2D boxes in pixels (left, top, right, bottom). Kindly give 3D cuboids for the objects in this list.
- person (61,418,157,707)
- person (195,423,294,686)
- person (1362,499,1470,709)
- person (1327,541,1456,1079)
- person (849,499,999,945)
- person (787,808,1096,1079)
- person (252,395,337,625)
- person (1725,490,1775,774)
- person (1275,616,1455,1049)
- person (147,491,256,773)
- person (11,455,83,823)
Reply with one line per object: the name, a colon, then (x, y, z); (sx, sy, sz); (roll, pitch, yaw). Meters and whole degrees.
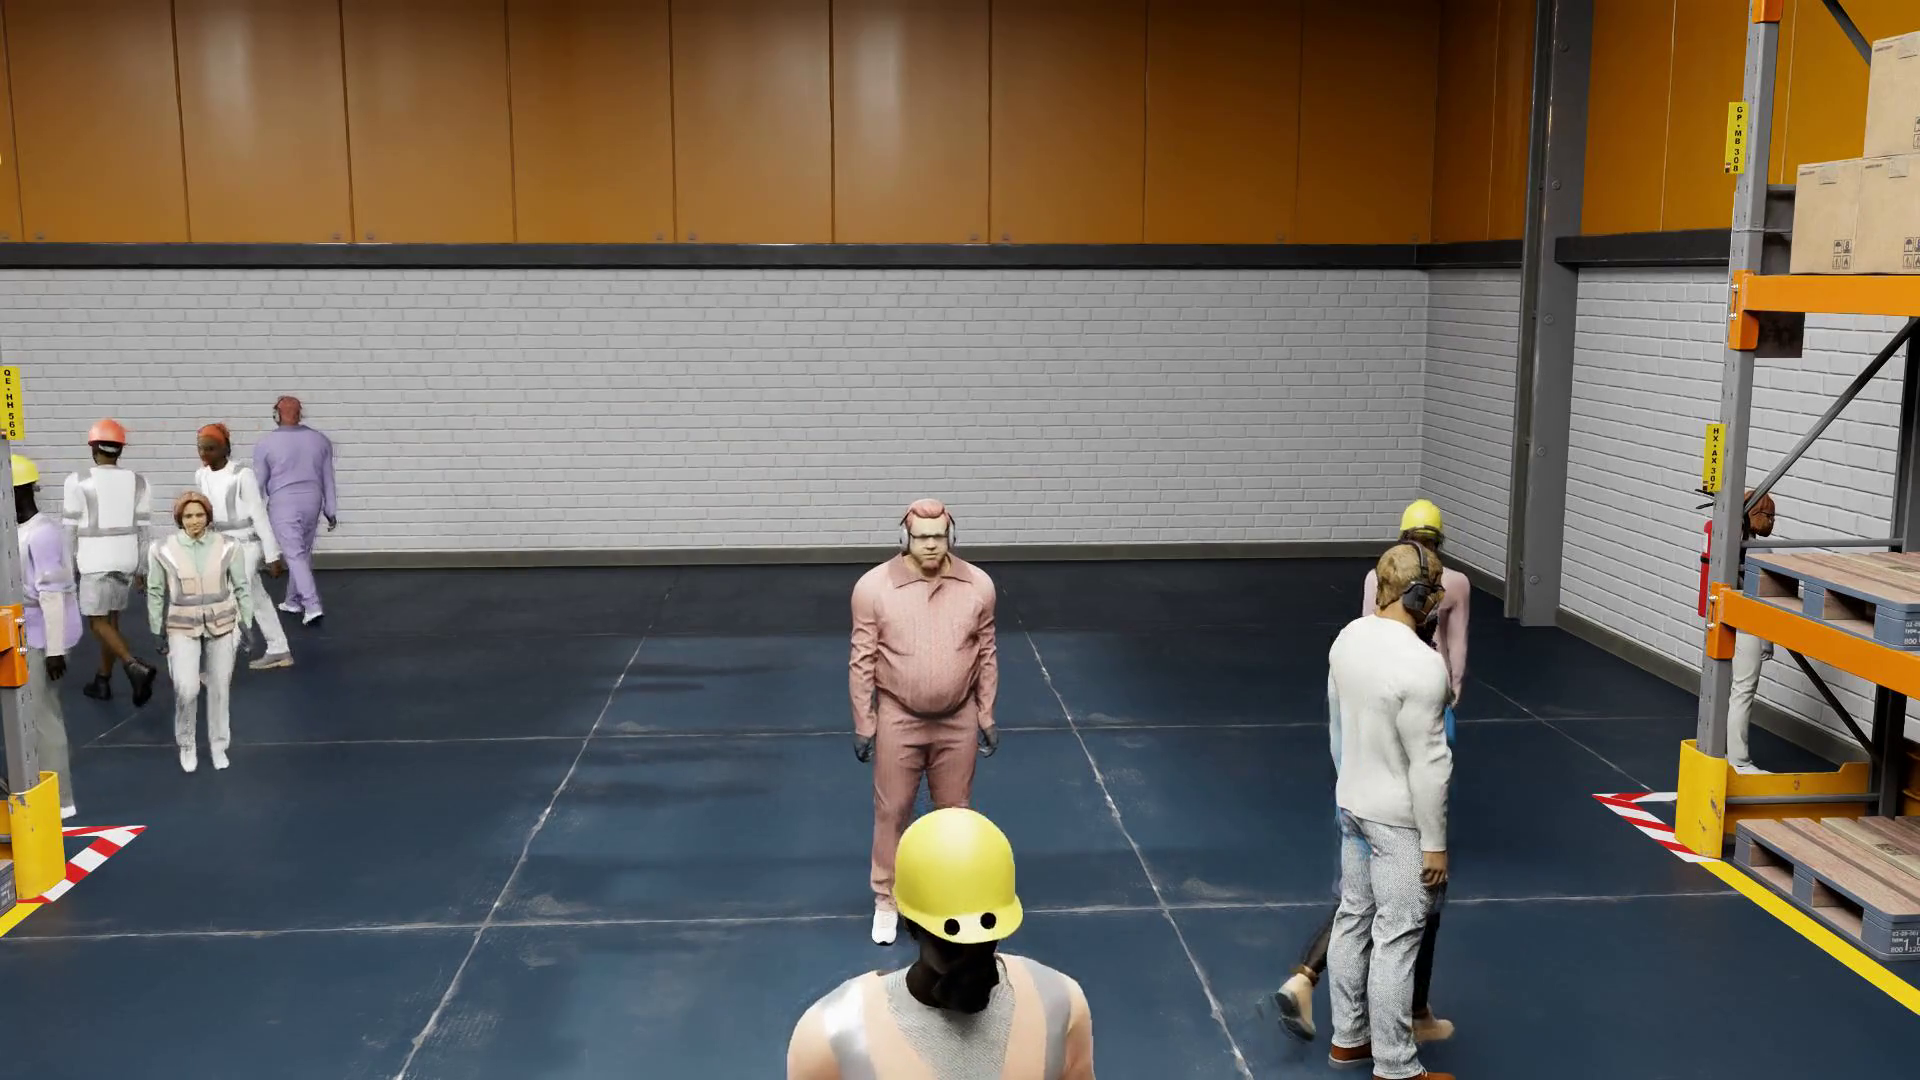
person: (-5.545, 0.156, 10.935); (0.844, 1.898, 0.573); (6, 11, 35)
person: (-5.070, 0.093, 11.553); (0.676, 1.810, 1.016); (6, 11, 33)
person: (2.222, 0.677, 8.113); (0.532, 1.744, 0.620); (0, 9, 0)
person: (1.495, 0.962, 5.755); (0.373, 1.935, 0.628); (-3, 9, -17)
person: (-0.141, 0.768, 7.066); (0.652, 1.904, 0.403); (-2, 9, -13)
person: (0.035, 1.421, 3.002); (0.612, 1.884, 0.926); (-4, 10, -25)
person: (-5.448, -0.251, 13.614); (0.977, 1.865, 0.659); (8, 12, 42)
person: (4.433, 0.527, 9.425); (0.282, 1.633, 0.498); (-1, 9, -9)
person: (1.512, 1.052, 5.984); (0.655, 1.681, 0.543); (-5, 11, -31)
person: (-4.301, 0.527, 9.444); (0.528, 1.622, 0.410); (-6, 11, -34)
person: (-4.815, 0.508, 8.675); (0.421, 1.911, 0.600); (-7, 11, -36)
